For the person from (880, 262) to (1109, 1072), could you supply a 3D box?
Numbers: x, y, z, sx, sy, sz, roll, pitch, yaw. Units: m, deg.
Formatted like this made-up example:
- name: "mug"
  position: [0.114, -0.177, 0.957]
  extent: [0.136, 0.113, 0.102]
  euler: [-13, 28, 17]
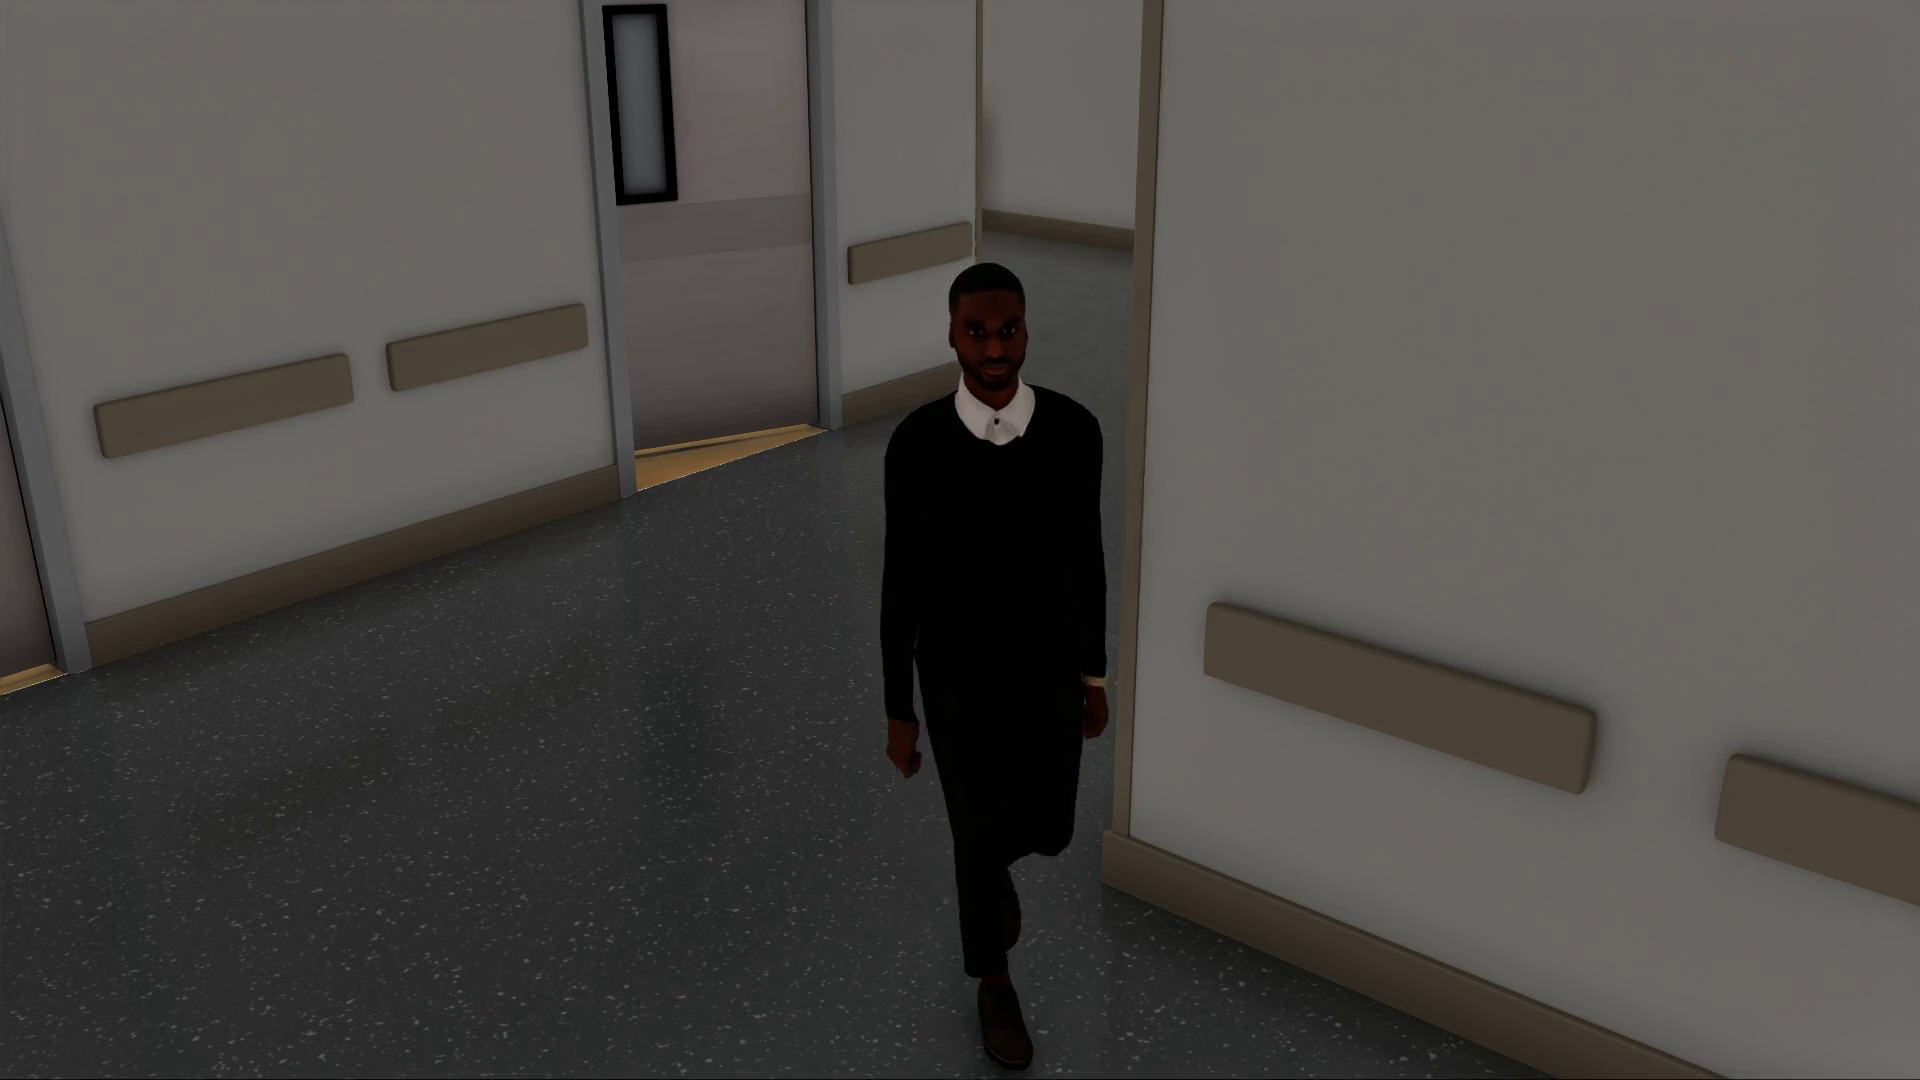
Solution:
- name: "person"
  position: [0.057, 0.257, 3.696]
  extent: [0.927, 1.795, 0.971]
  euler: [-5, 21, -12]
